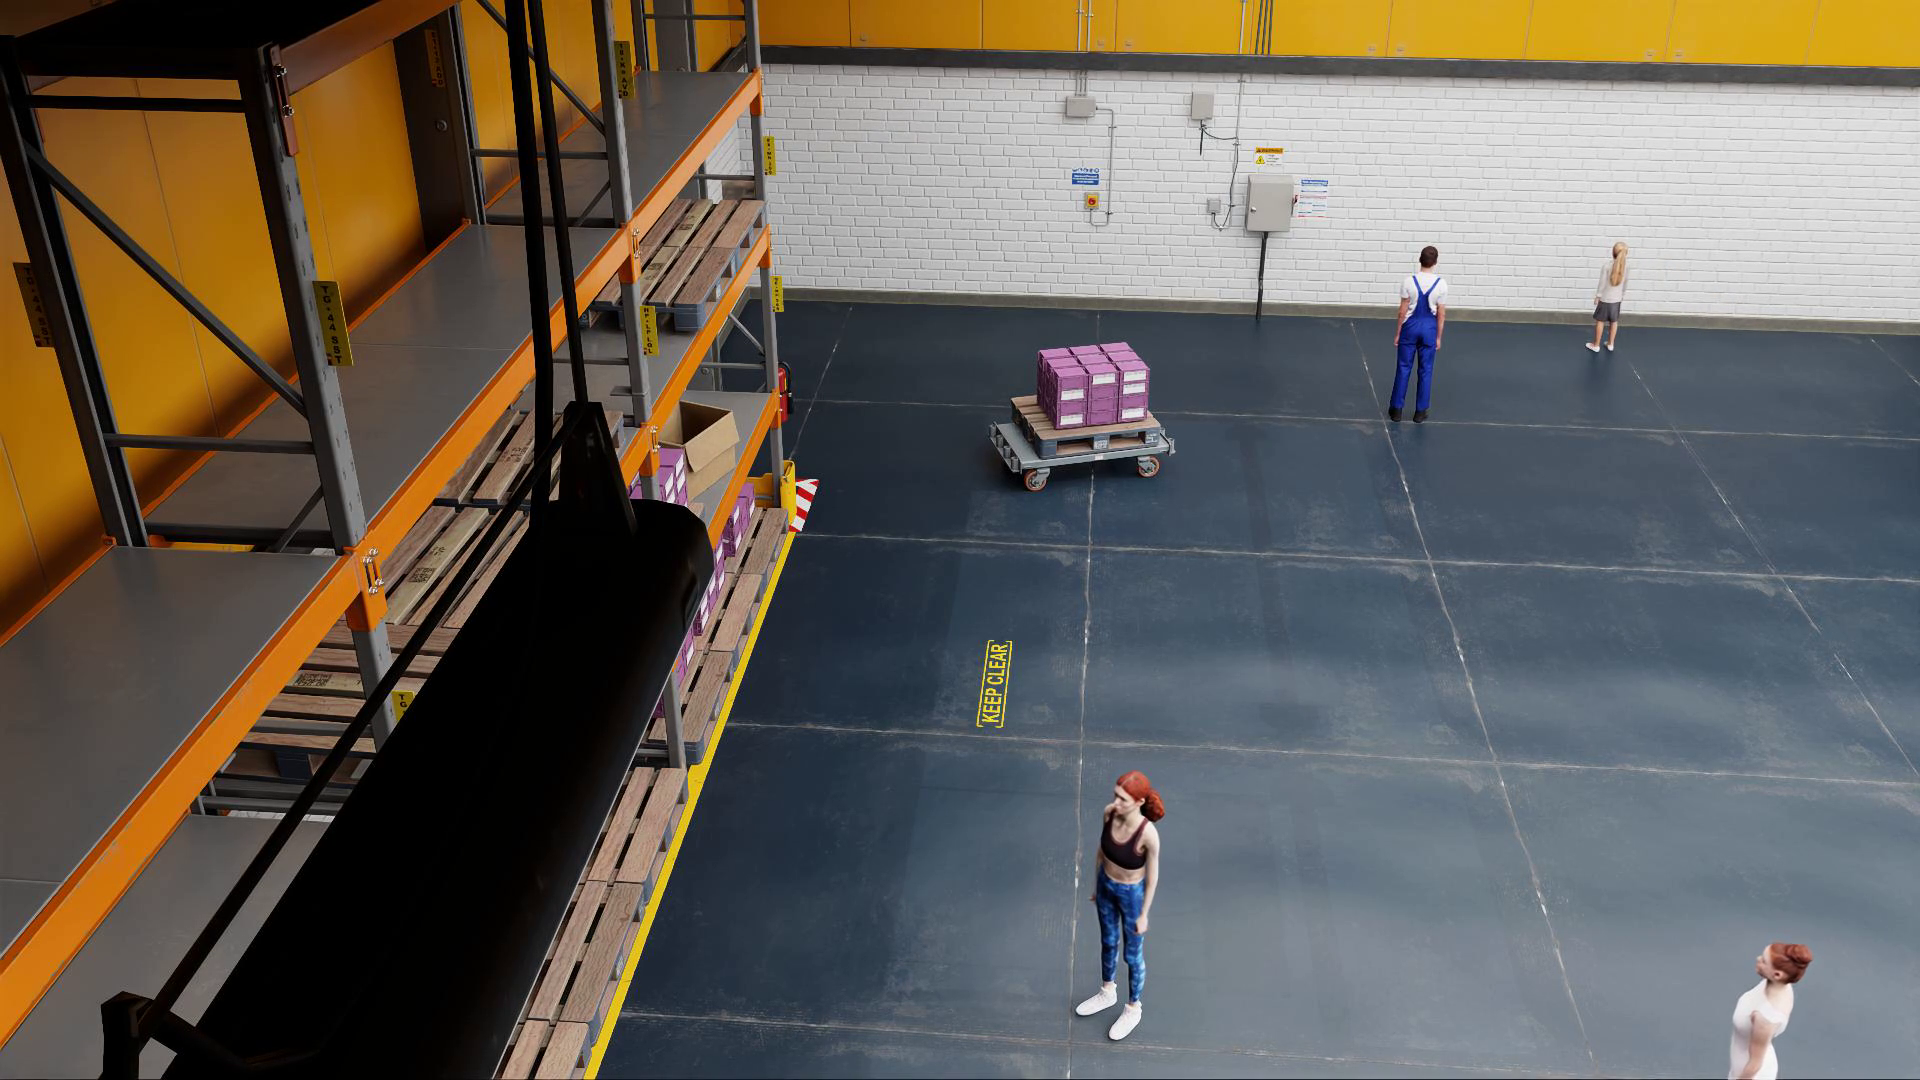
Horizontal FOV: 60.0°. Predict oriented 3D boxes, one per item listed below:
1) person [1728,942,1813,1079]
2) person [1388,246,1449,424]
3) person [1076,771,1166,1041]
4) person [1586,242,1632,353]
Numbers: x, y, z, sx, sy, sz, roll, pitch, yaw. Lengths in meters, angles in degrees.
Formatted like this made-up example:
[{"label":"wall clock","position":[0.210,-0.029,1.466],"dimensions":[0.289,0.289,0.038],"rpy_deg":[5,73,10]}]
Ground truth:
[{"label":"person","position":[3.925,2.674,8.258],"dimensions":[0.695,1.791,0.577],"rpy_deg":[18,33,29]},{"label":"person","position":[4.668,-2.101,16.950],"dimensions":[0.657,1.850,0.603],"rpy_deg":[6,29,12]},{"label":"person","position":[0.924,2.046,9.418],"dimensions":[0.747,1.784,0.689],"rpy_deg":[-22,36,-35]},{"label":"person","position":[7.334,-2.749,18.738],"dimensions":[0.553,1.276,0.577],"rpy_deg":[-4,29,-8]}]
